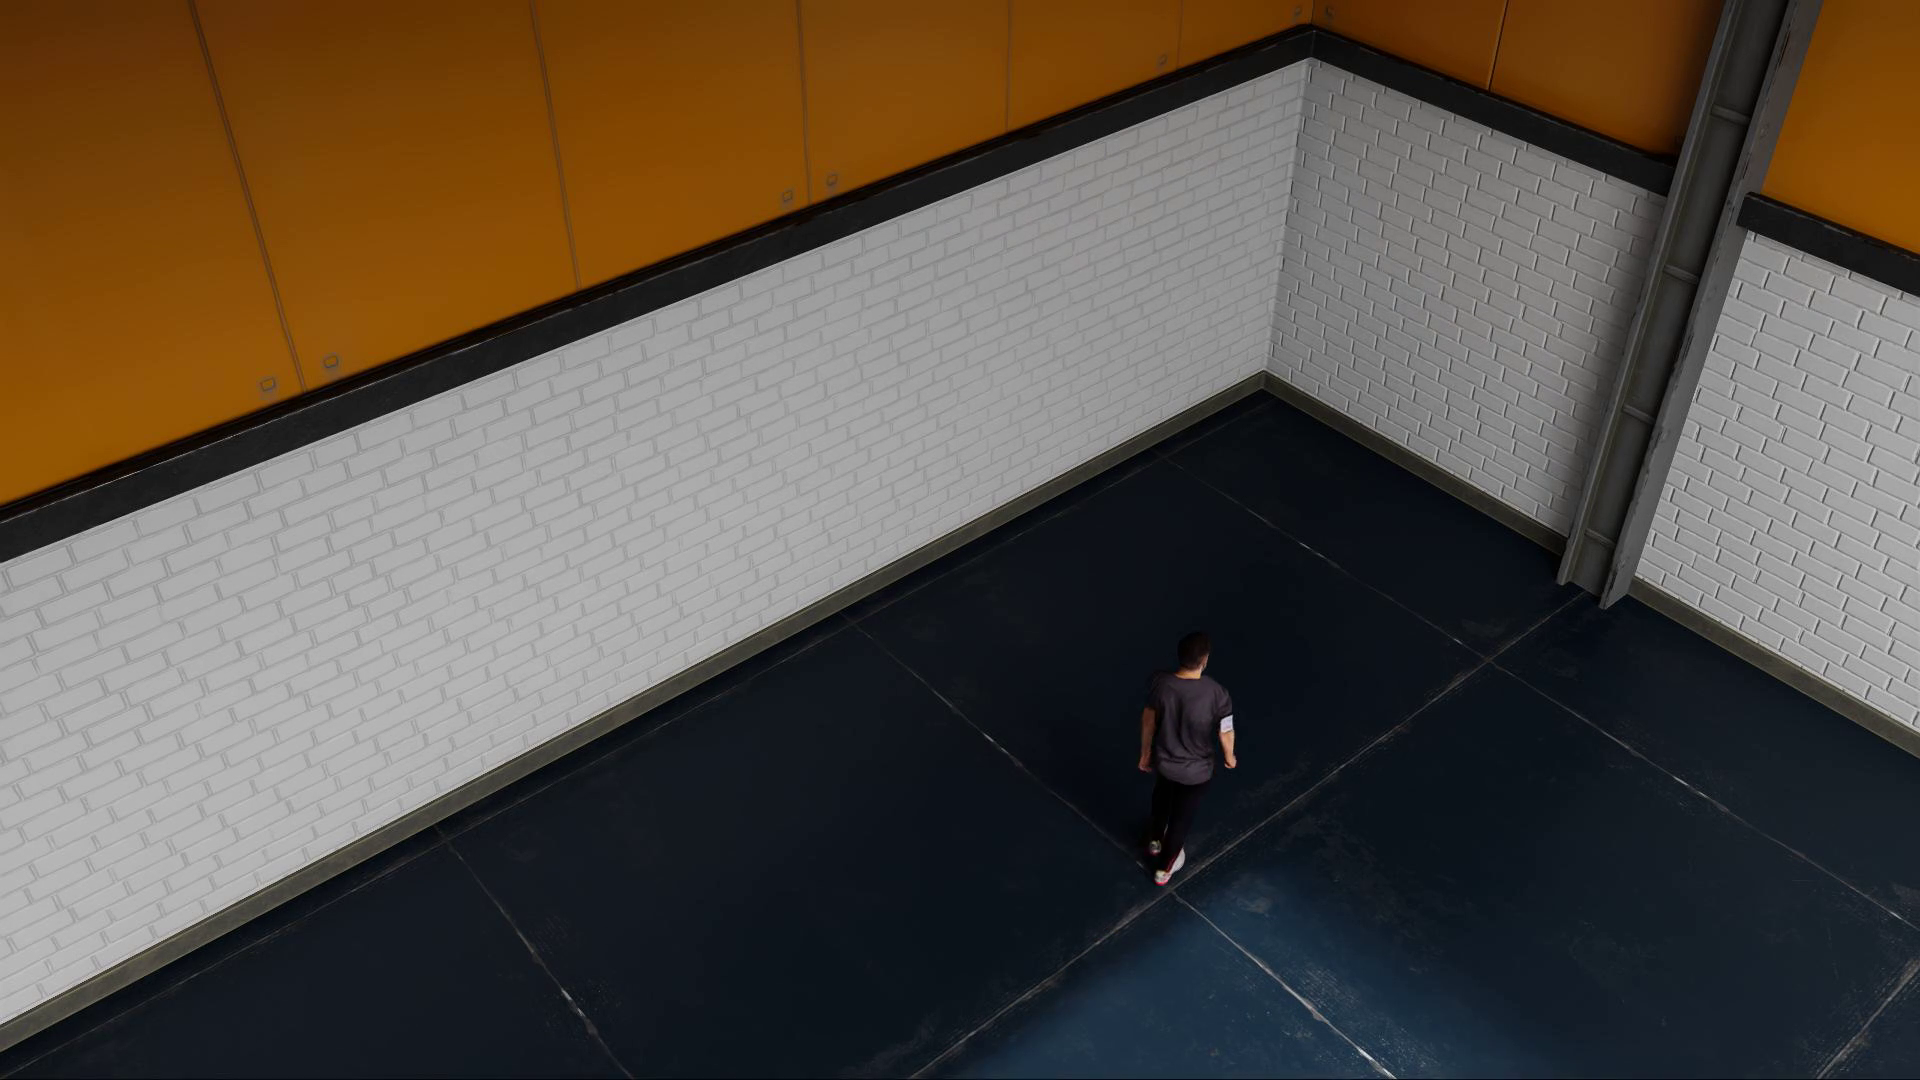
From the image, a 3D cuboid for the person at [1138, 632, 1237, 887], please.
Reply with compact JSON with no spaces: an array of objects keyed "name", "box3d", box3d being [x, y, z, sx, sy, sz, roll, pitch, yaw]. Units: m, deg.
[{"name":"person","box3d":[1.168,1.254,9.028,0.693,1.748,0.796,21,43,24]}]
